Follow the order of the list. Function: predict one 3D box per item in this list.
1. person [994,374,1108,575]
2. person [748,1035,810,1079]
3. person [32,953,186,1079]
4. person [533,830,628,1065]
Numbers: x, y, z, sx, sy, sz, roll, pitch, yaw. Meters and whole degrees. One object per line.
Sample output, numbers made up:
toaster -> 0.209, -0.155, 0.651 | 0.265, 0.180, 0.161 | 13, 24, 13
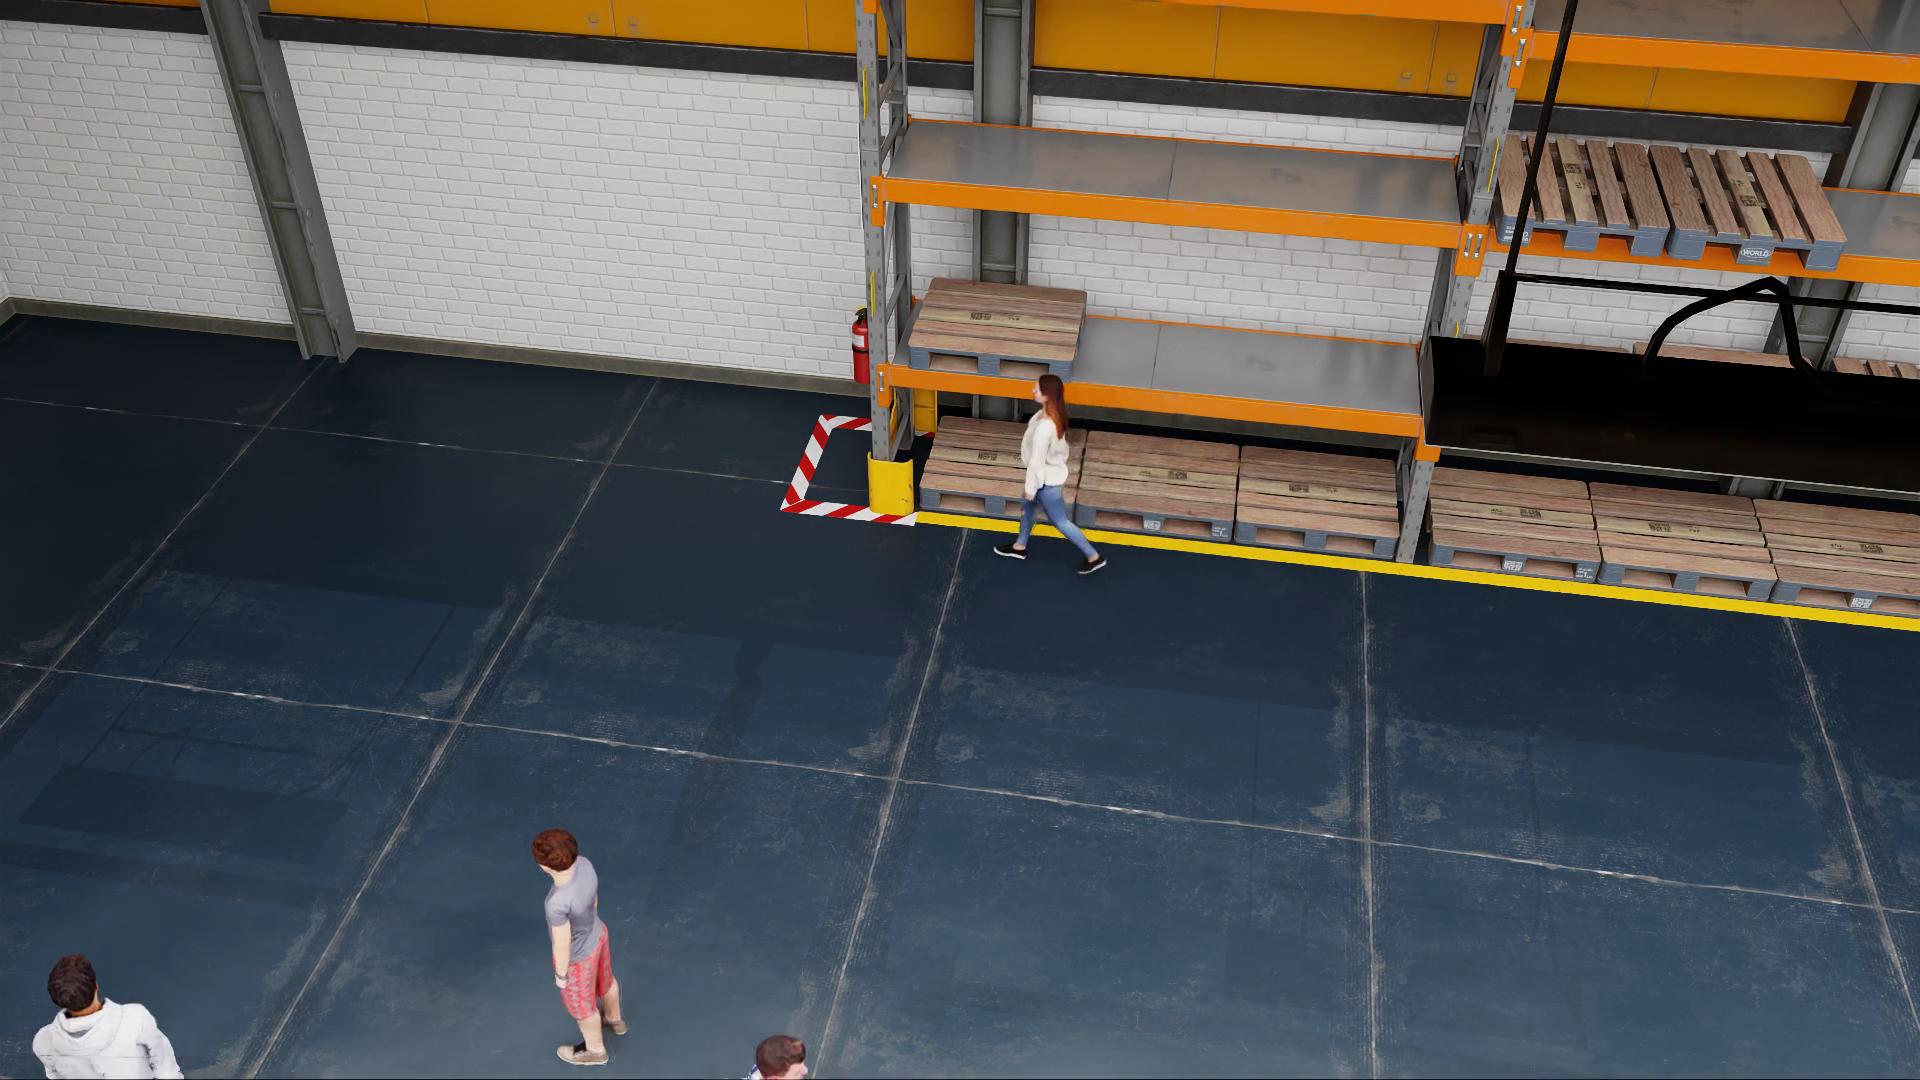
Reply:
person -> 0.700, -0.425, 11.881 | 1.120, 1.661, 0.693 | 10, 40, 12
person -> -0.936, 2.856, 7.643 | 0.889, 1.822, 0.658 | 7, 39, 9
person -> -3.889, 2.694, 7.779 | 1.188, 1.906, 1.159 | -16, 41, -19
person -> -1.977, 2.126, 8.695 | 0.576, 1.650, 0.629 | 8, 39, 10
